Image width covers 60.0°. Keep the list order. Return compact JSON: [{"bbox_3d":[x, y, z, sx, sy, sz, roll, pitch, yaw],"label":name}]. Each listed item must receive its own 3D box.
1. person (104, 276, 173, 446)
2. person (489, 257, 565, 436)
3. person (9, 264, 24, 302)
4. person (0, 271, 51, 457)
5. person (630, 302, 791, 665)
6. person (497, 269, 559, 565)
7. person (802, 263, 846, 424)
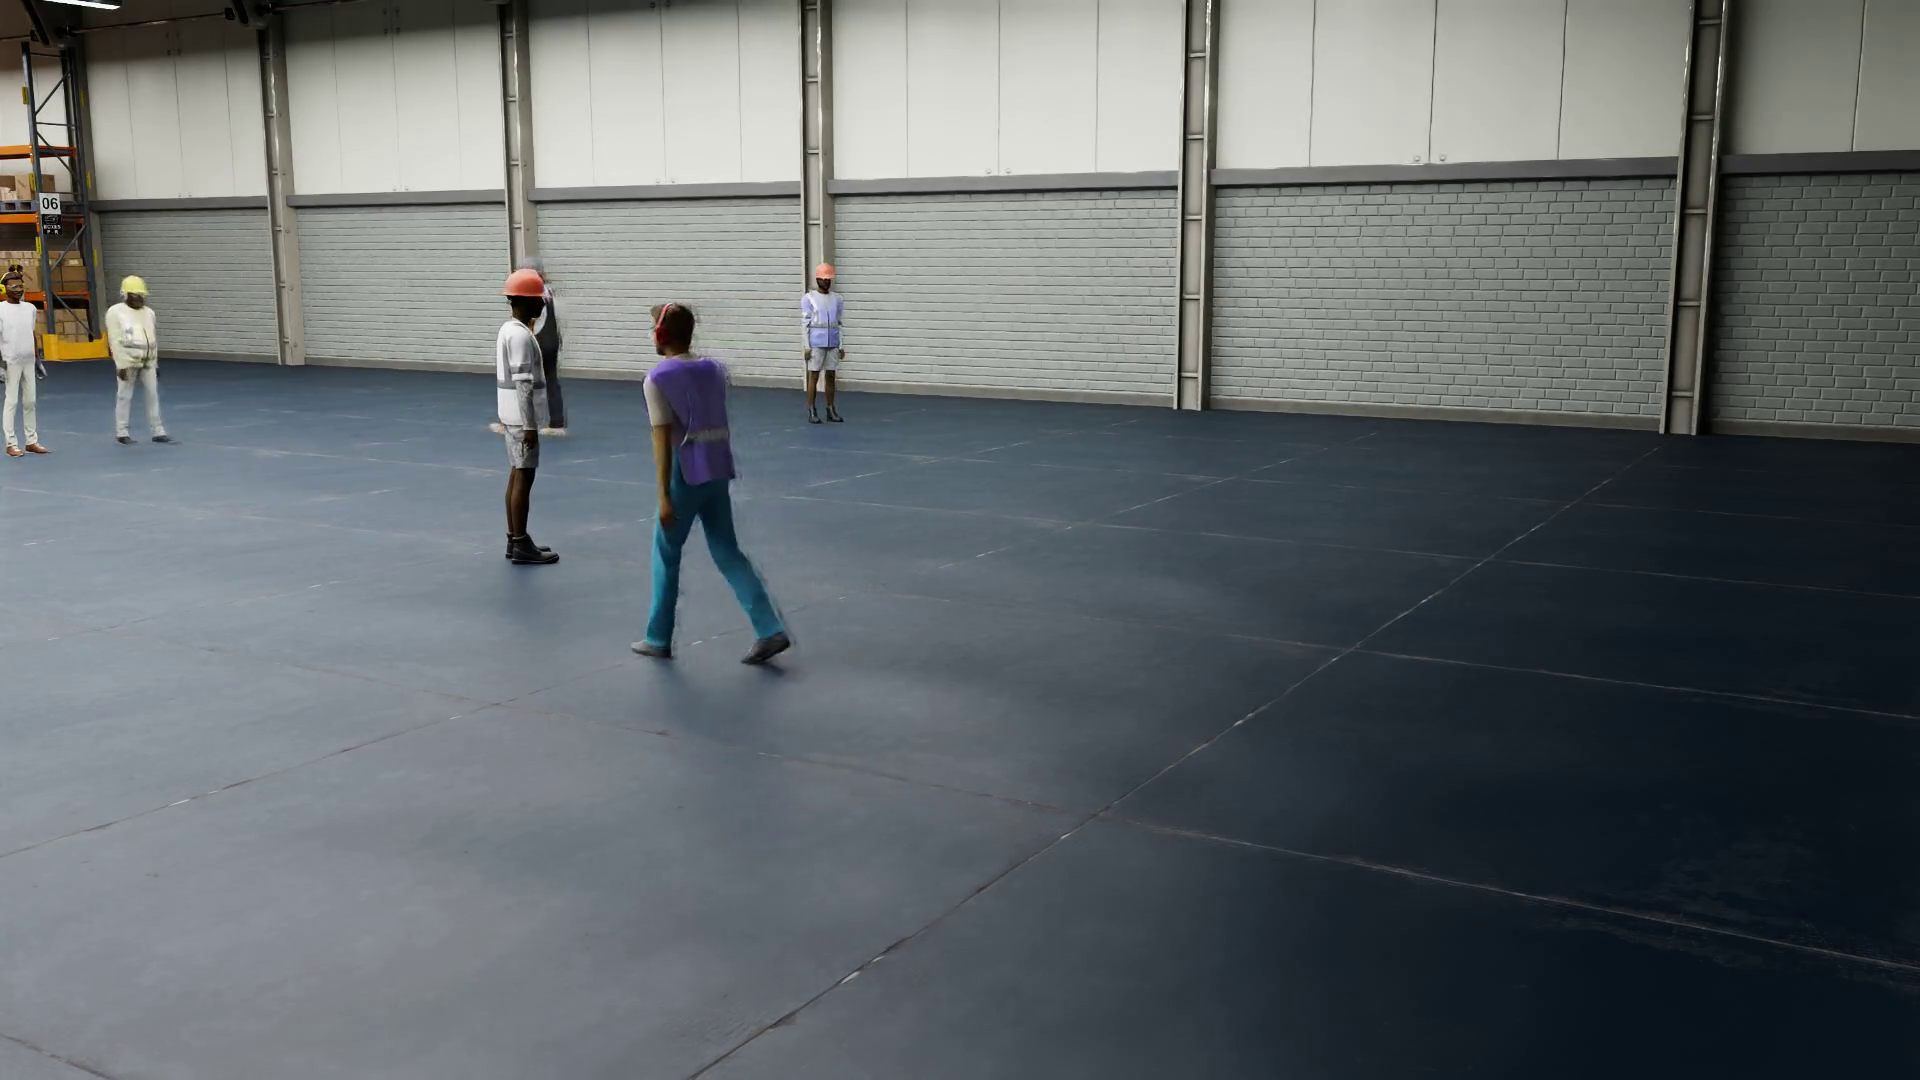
[{"bbox_3d":[-8.820,-1.914,17.803,0.409,1.828,0.606,4,11,25],"label":"person"},{"bbox_3d":[-4.886,-2.178,18.689,0.920,2.000,0.701,3,10,17],"label":"person"},{"bbox_3d":[-17.901,-4.306,31.655,0.328,1.871,0.510,-7,12,-35],"label":"person"},{"bbox_3d":[-9.553,-1.787,16.904,0.312,1.869,0.538,4,11,24],"label":"person"},{"bbox_3d":[-1.270,-0.268,8.224,0.893,1.807,0.597,6,11,31],"label":"person"},{"bbox_3d":[-2.853,-0.810,10.987,0.375,1.935,0.550,-4,10,-21],"label":"person"},{"bbox_3d":[-1.640,-2.373,20.161,0.556,1.933,0.378,-6,11,-31],"label":"person"}]
